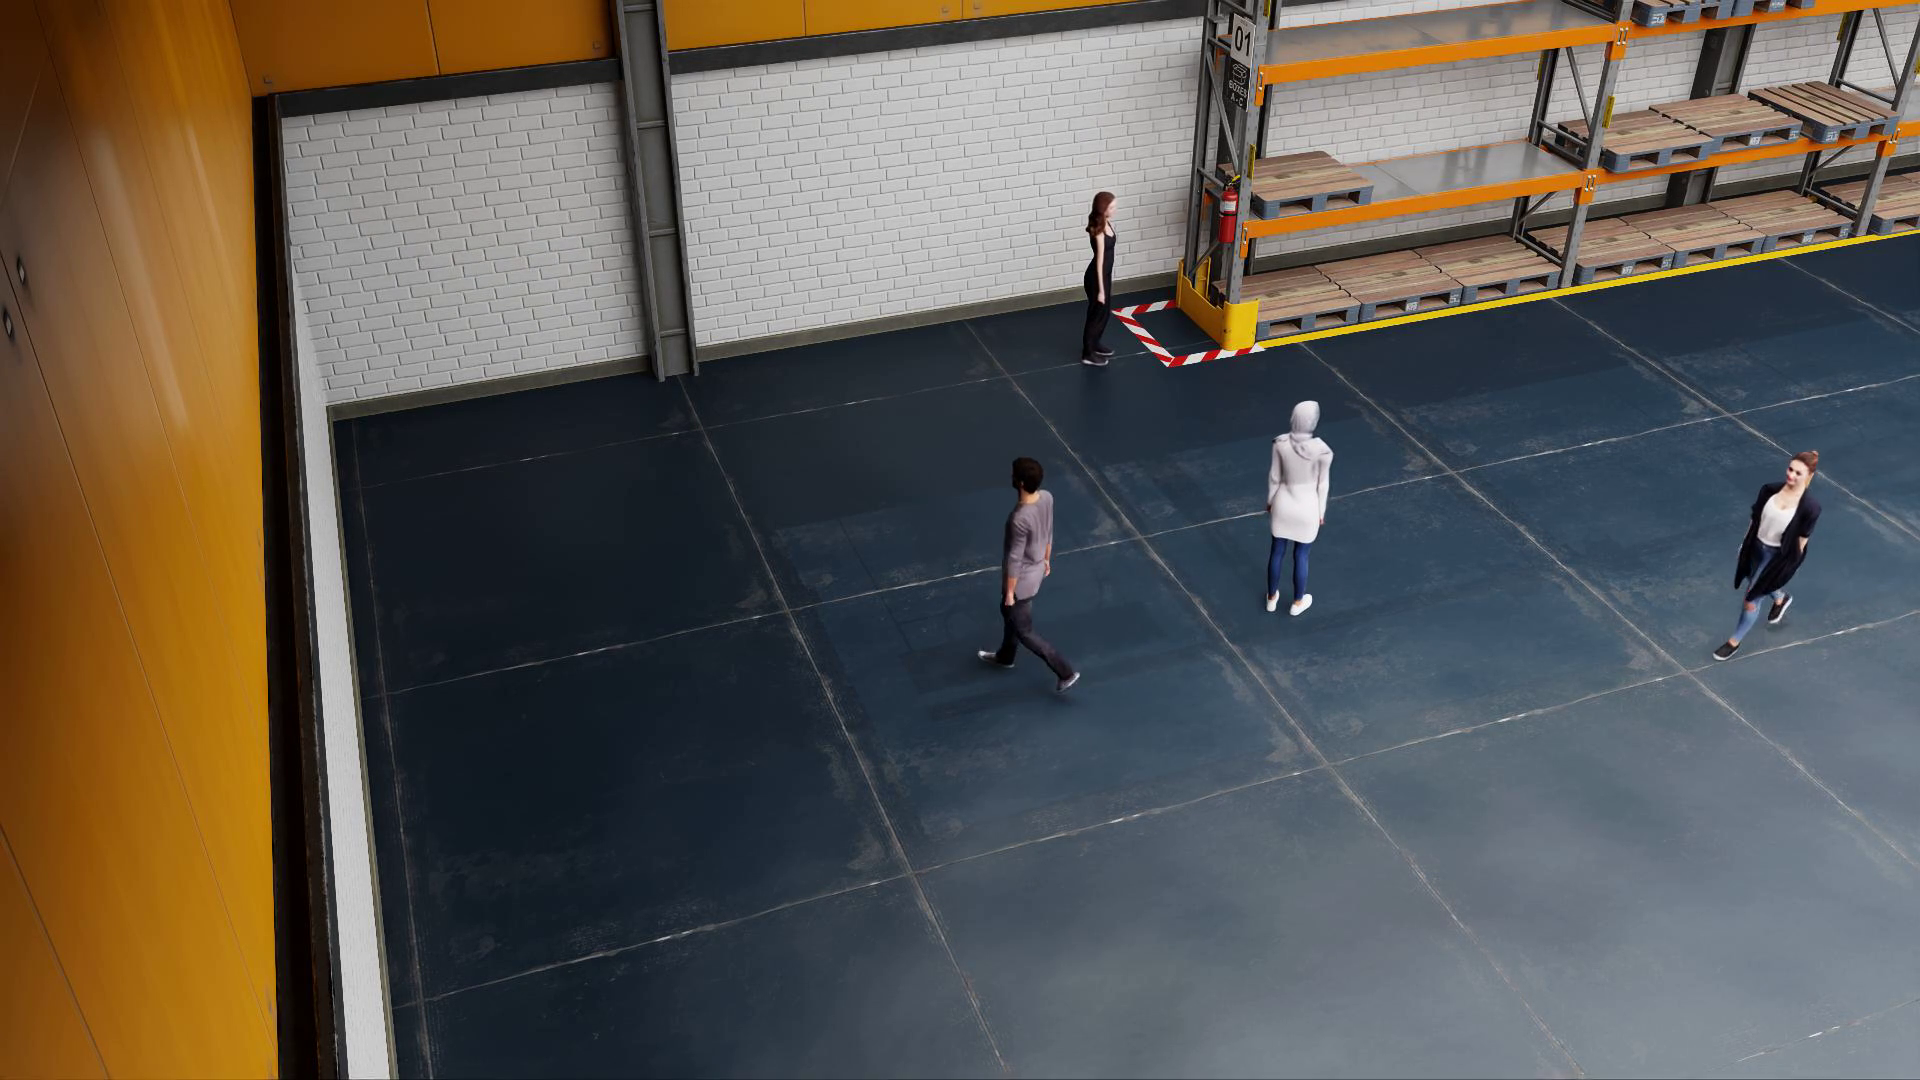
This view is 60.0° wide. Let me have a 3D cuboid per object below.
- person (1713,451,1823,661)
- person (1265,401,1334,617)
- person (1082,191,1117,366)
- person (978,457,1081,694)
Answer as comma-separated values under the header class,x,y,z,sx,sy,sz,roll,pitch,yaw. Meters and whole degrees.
class,x,y,z,sx,sy,sz,roll,pitch,yaw
person,5.922,0.075,12.042,1.112,1.657,0.739,-18,38,-25
person,2.495,-0.226,12.388,0.683,1.776,0.737,15,37,22
person,1.309,-2.499,15.838,0.698,1.742,0.676,7,34,10
person,0.520,0.269,11.598,1.172,1.825,1.134,16,37,23
